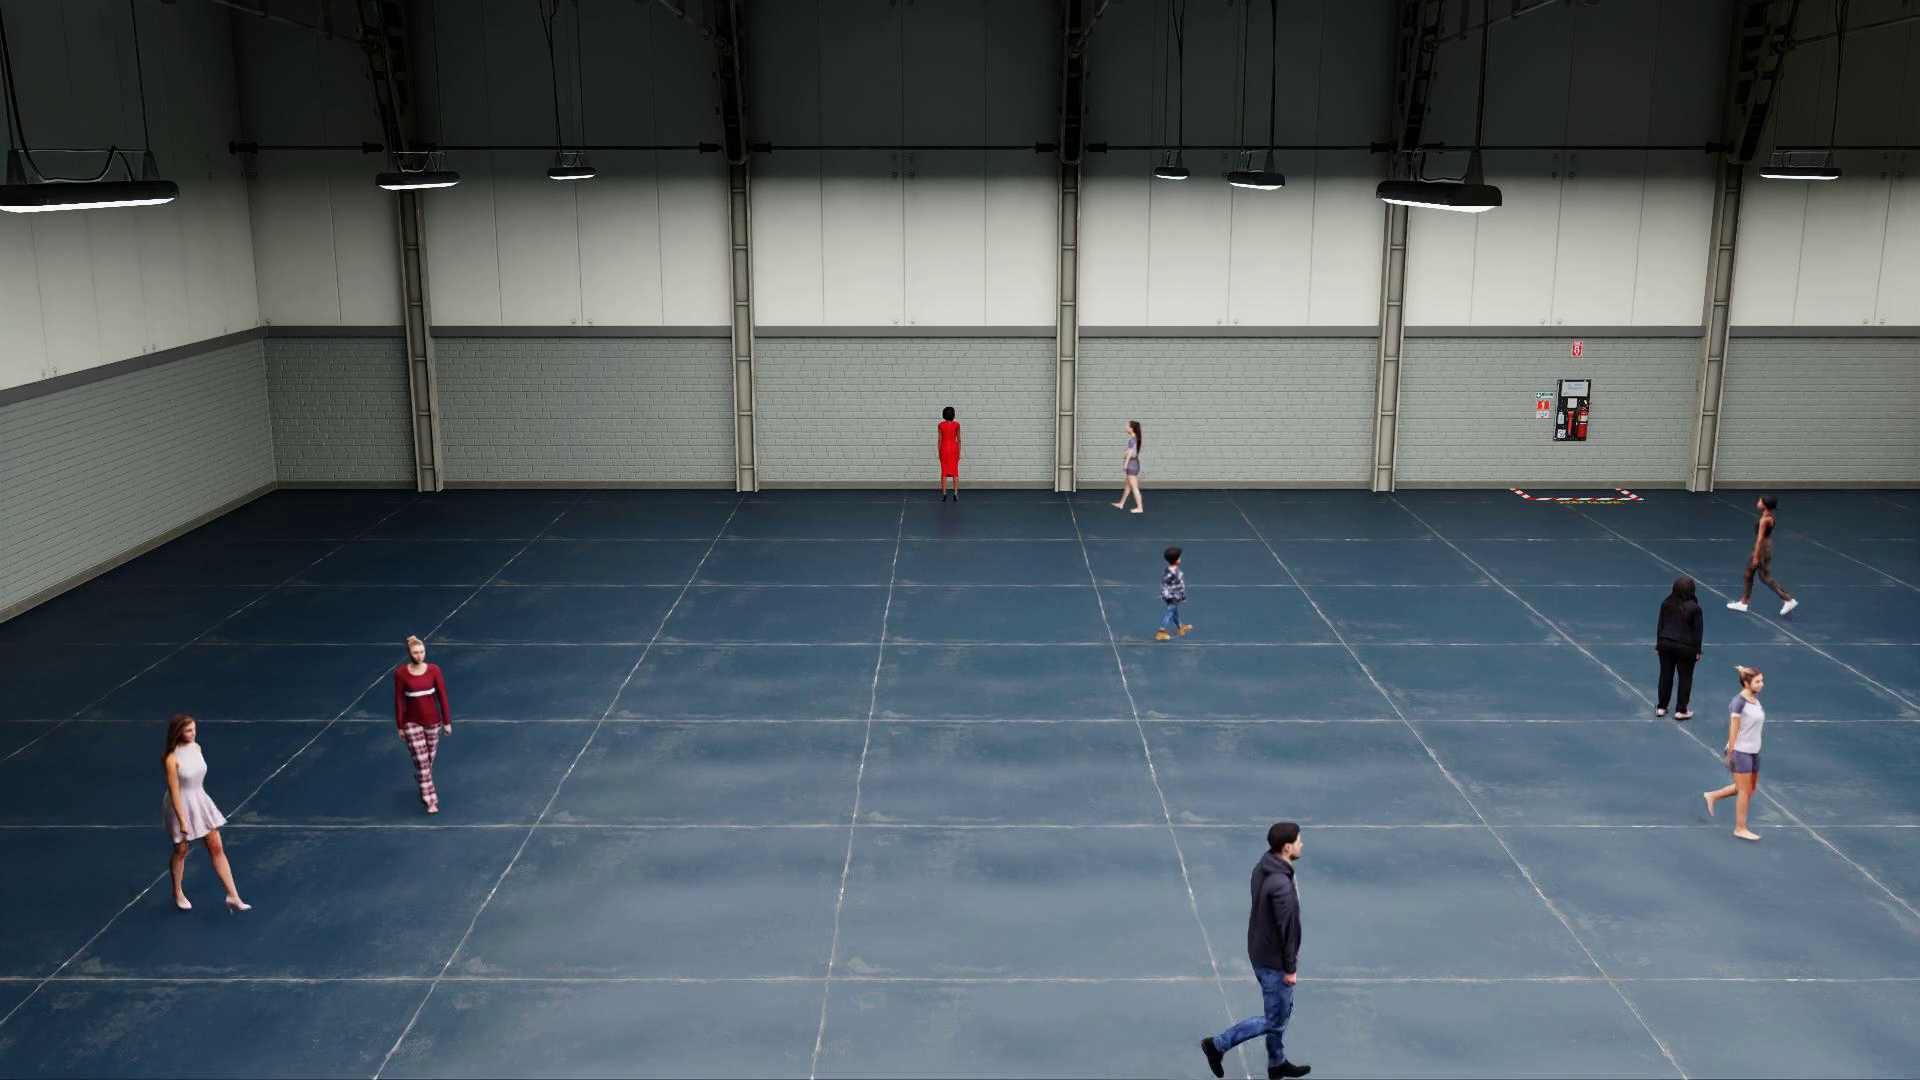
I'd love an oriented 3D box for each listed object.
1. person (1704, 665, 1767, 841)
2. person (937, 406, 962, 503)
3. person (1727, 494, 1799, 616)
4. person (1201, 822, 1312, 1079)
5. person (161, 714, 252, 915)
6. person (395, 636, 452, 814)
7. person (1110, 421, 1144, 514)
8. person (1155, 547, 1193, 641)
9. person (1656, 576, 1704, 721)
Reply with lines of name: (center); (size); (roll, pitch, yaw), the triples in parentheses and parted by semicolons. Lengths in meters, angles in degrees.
person: (7.186, 1.947, 15.386); (0.885, 1.605, 0.905); (-10, 16, -36)
person: (-0.198, -1.569, 30.263); (0.432, 1.744, 0.640); (0, 13, -2)
person: (11.035, 0.221, 22.688); (1.168, 1.674, 1.007); (9, 16, 35)
person: (2.004, 2.797, 11.125); (1.003, 1.871, 0.676); (-1, 13, -3)
person: (-6.426, 2.275, 13.689); (1.125, 1.732, 0.865); (6, 14, 25)
person: (-5.220, 1.755, 16.101); (1.078, 1.658, 1.018); (-8, 15, -30)
person: (3.109, -1.271, 29.228); (0.942, 1.631, 0.778); (5, 14, 20)
person: (2.713, 0.718, 21.544); (0.920, 1.223, 0.776); (-8, 15, -31)
person: (8.020, 1.200, 18.593); (0.772, 1.615, 0.837); (12, 17, 41)
